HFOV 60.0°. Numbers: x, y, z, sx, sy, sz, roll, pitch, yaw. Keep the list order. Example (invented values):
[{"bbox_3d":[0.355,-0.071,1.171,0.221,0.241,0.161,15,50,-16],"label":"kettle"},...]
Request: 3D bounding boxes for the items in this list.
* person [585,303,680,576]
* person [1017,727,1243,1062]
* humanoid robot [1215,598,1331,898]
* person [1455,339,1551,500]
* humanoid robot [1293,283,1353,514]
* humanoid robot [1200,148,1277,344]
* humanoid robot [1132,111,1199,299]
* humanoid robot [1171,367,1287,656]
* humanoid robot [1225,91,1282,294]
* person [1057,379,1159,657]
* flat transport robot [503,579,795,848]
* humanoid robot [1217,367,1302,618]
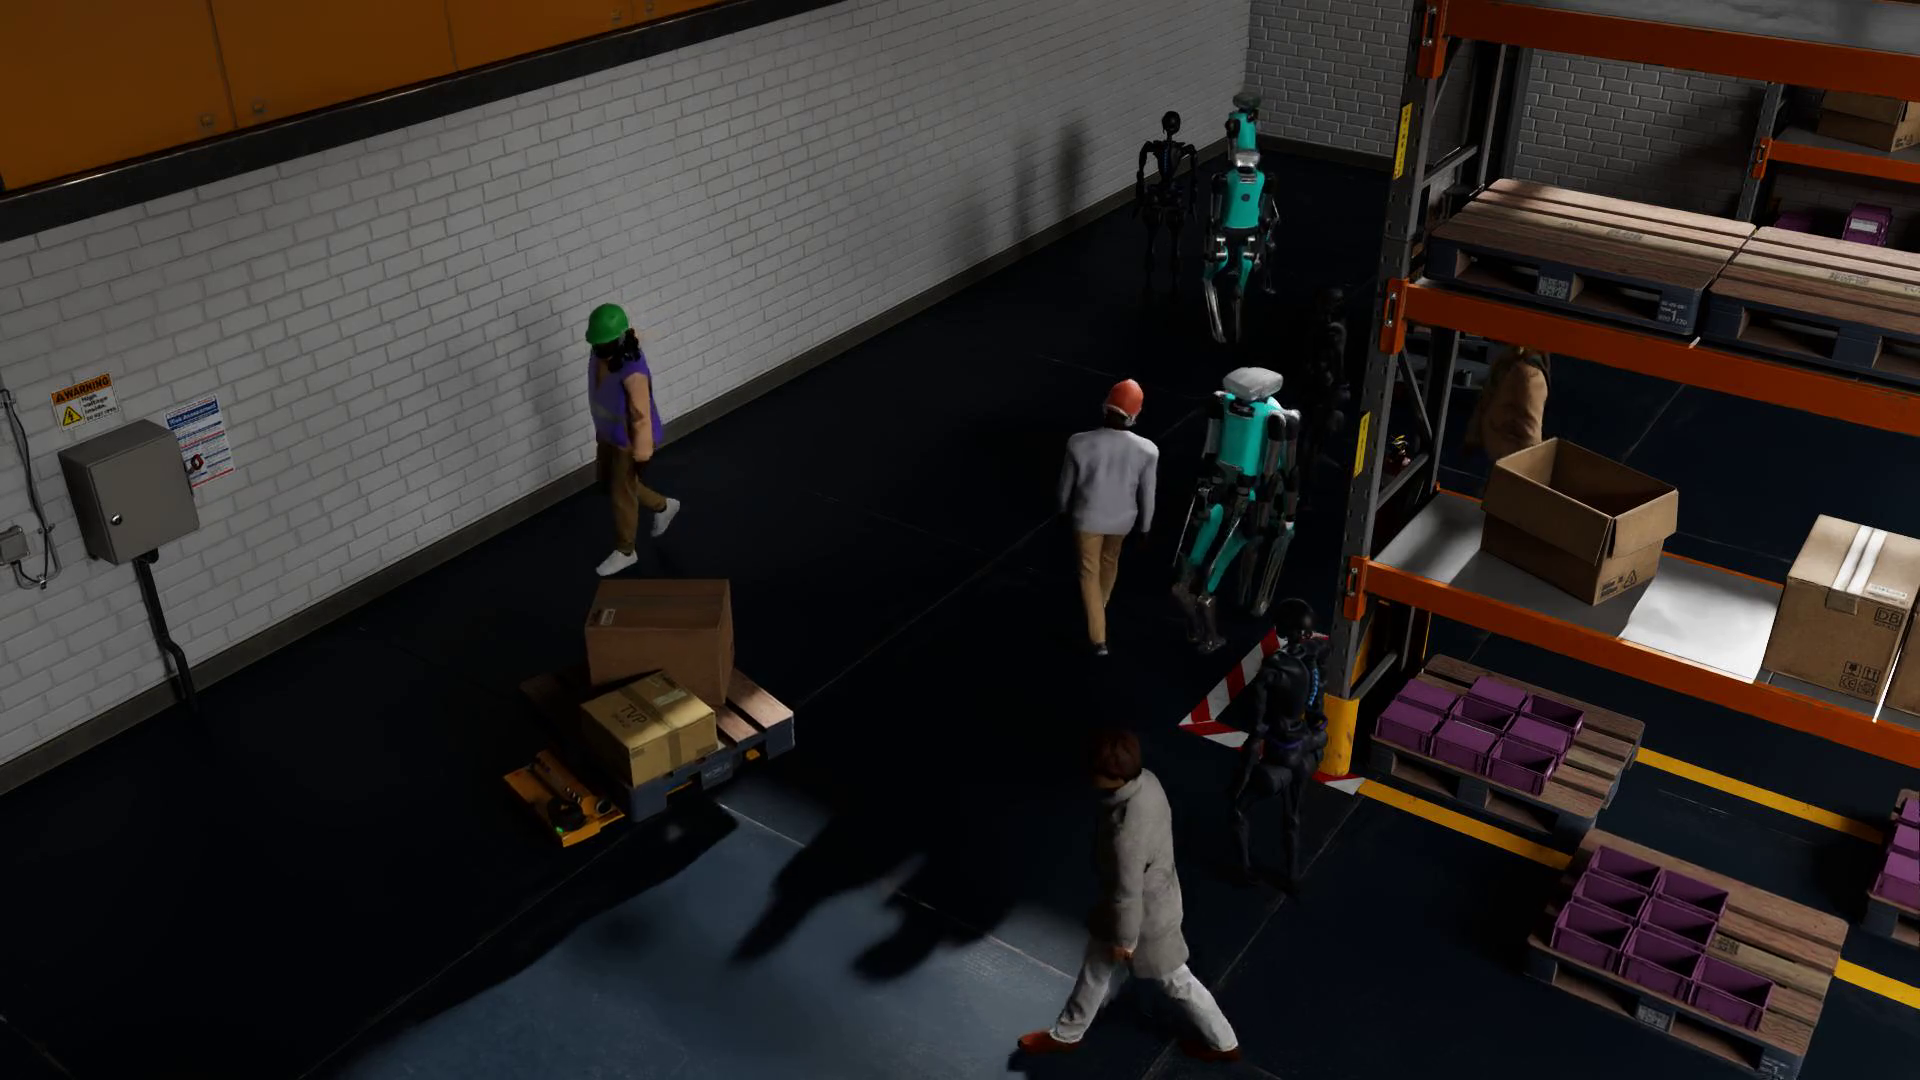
[{"bbox_3d":[-2.092,-0.665,10.565,0.612,1.894,0.583,-21,36,-32],"label":"person"},{"bbox_3d":[0.777,1.518,6.929,0.985,1.768,0.499,1,30,2],"label":"person"},{"bbox_3d":[1.518,0.983,7.924,0.611,1.646,0.486,-24,38,-36],"label":"humanoid robot"},{"bbox_3d":[3.315,-0.538,10.390,0.724,1.846,0.577,-1,30,-2],"label":"person"},{"bbox_3d":[2.528,-0.948,11.291,0.548,1.641,0.615,-6,30,-9],"label":"humanoid robot"},{"bbox_3d":[2.233,-2.391,13.816,0.538,1.879,0.736,-3,30,-5],"label":"humanoid robot"},{"bbox_3d":[1.822,-2.983,14.791,0.599,1.657,0.315,9,31,15],"label":"humanoid robot"},{"bbox_3d":[1.482,-0.089,9.719,0.530,1.785,0.740,25,38,36],"label":"humanoid robot"},{"bbox_3d":[2.761,-3.097,14.985,0.833,1.793,0.545,16,34,26],"label":"humanoid robot"},{"bbox_3d":[0.862,-0.155,9.864,0.565,1.702,0.839,-3,30,-4],"label":"person"},{"bbox_3d":[-1.686,1.150,9.044,1.431,0.231,0.659,-23,37,-34],"label":"flat transport robot"},{"bbox_3d":[1.869,-0.235,10.084,0.536,1.880,0.763,21,36,31],"label":"humanoid robot"}]
